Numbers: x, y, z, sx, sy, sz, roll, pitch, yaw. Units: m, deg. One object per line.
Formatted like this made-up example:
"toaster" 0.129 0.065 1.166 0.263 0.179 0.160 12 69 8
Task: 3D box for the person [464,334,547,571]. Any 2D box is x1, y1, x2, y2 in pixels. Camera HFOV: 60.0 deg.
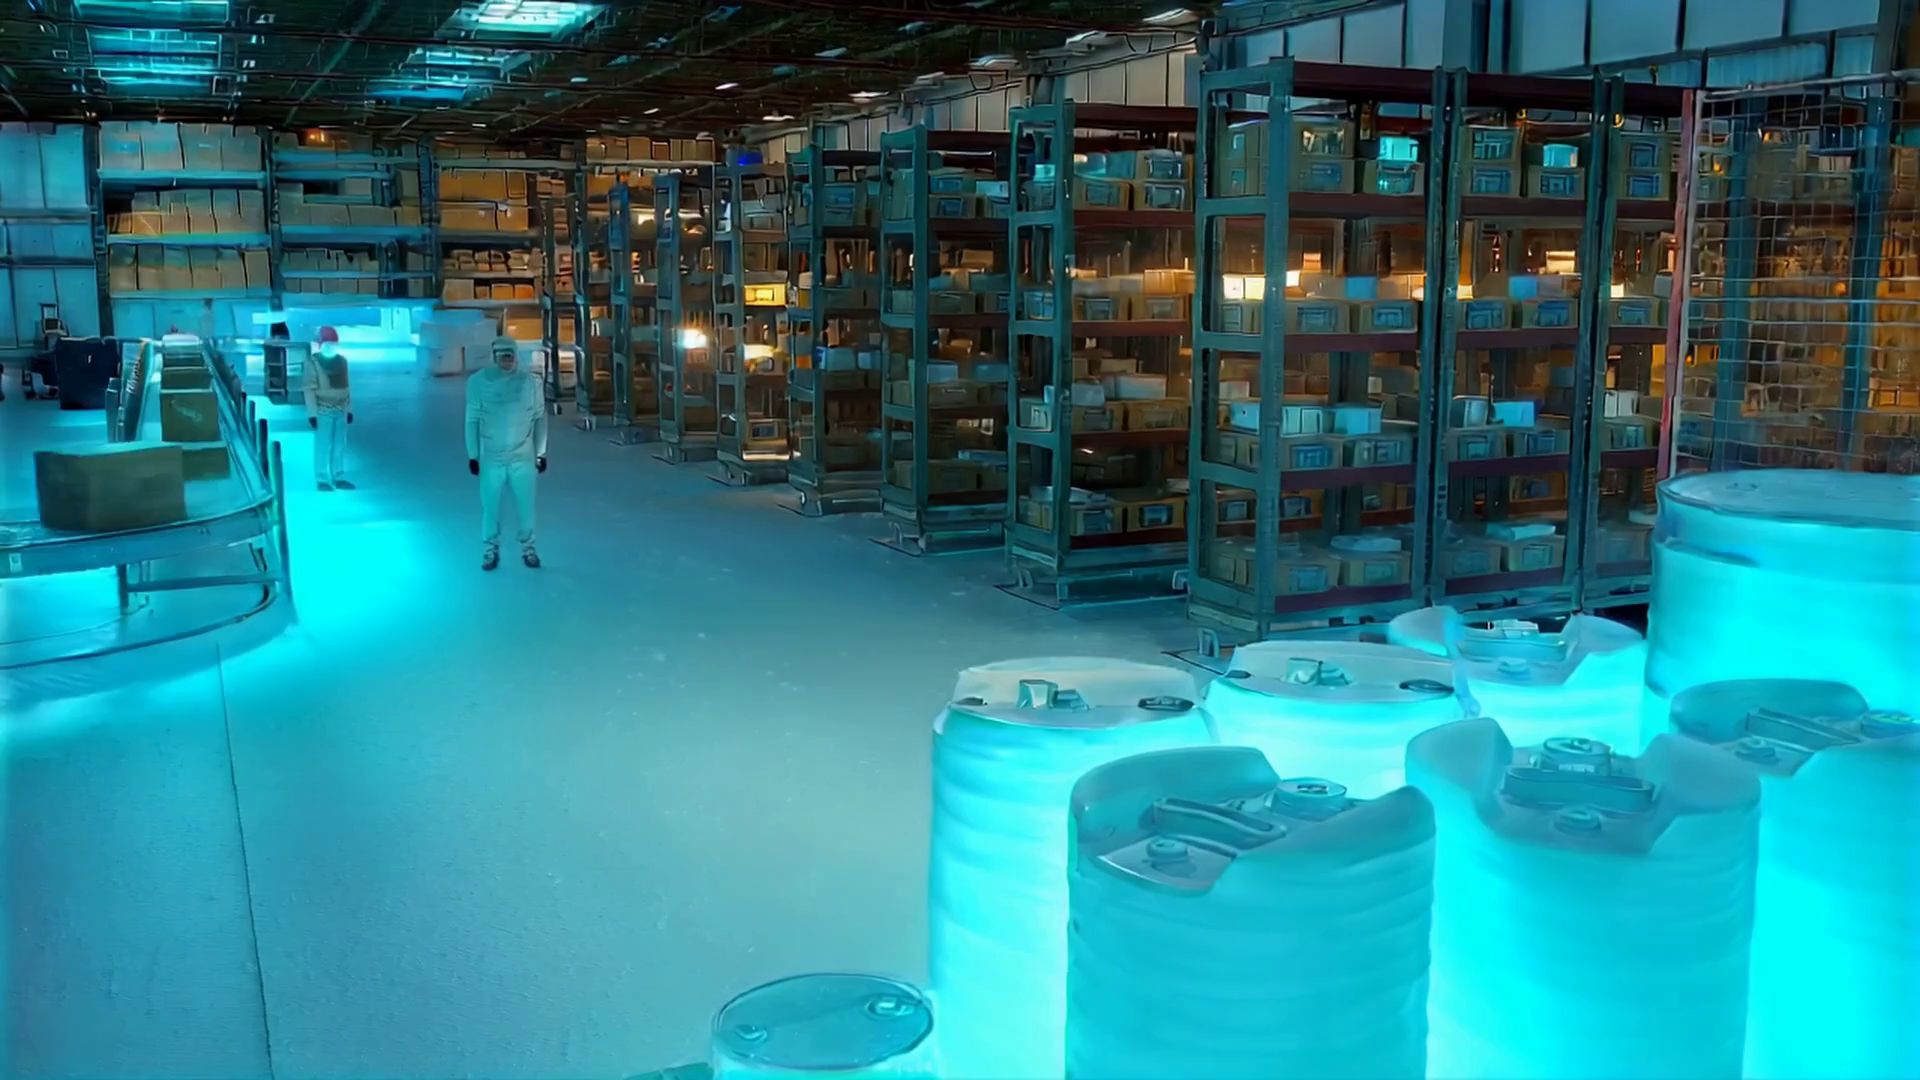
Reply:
"person" -3.672 -0.708 13.491 0.648 1.907 0.409 -3 10 -18

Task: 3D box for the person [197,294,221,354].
"person" -16.890 -4.566 37.418 0.582 1.914 0.675 -1 9 -7

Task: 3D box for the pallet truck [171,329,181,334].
"pallet truck" -17.275 -3.851 35.096 1.601 1.201 0.680 0 9 1

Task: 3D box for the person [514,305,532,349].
"person" -13.350 -6.674 50.718 0.629 1.840 0.429 4 10 25

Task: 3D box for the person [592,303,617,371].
"person" -7.143 -3.962 33.486 0.783 1.973 0.621 -5 11 -31

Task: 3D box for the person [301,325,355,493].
"person" -6.918 -1.443 18.283 0.403 1.830 0.598 5 10 28

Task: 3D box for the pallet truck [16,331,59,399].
"pallet truck" -17.082 -3.353 31.781 1.630 1.274 0.653 -4 10 -25
